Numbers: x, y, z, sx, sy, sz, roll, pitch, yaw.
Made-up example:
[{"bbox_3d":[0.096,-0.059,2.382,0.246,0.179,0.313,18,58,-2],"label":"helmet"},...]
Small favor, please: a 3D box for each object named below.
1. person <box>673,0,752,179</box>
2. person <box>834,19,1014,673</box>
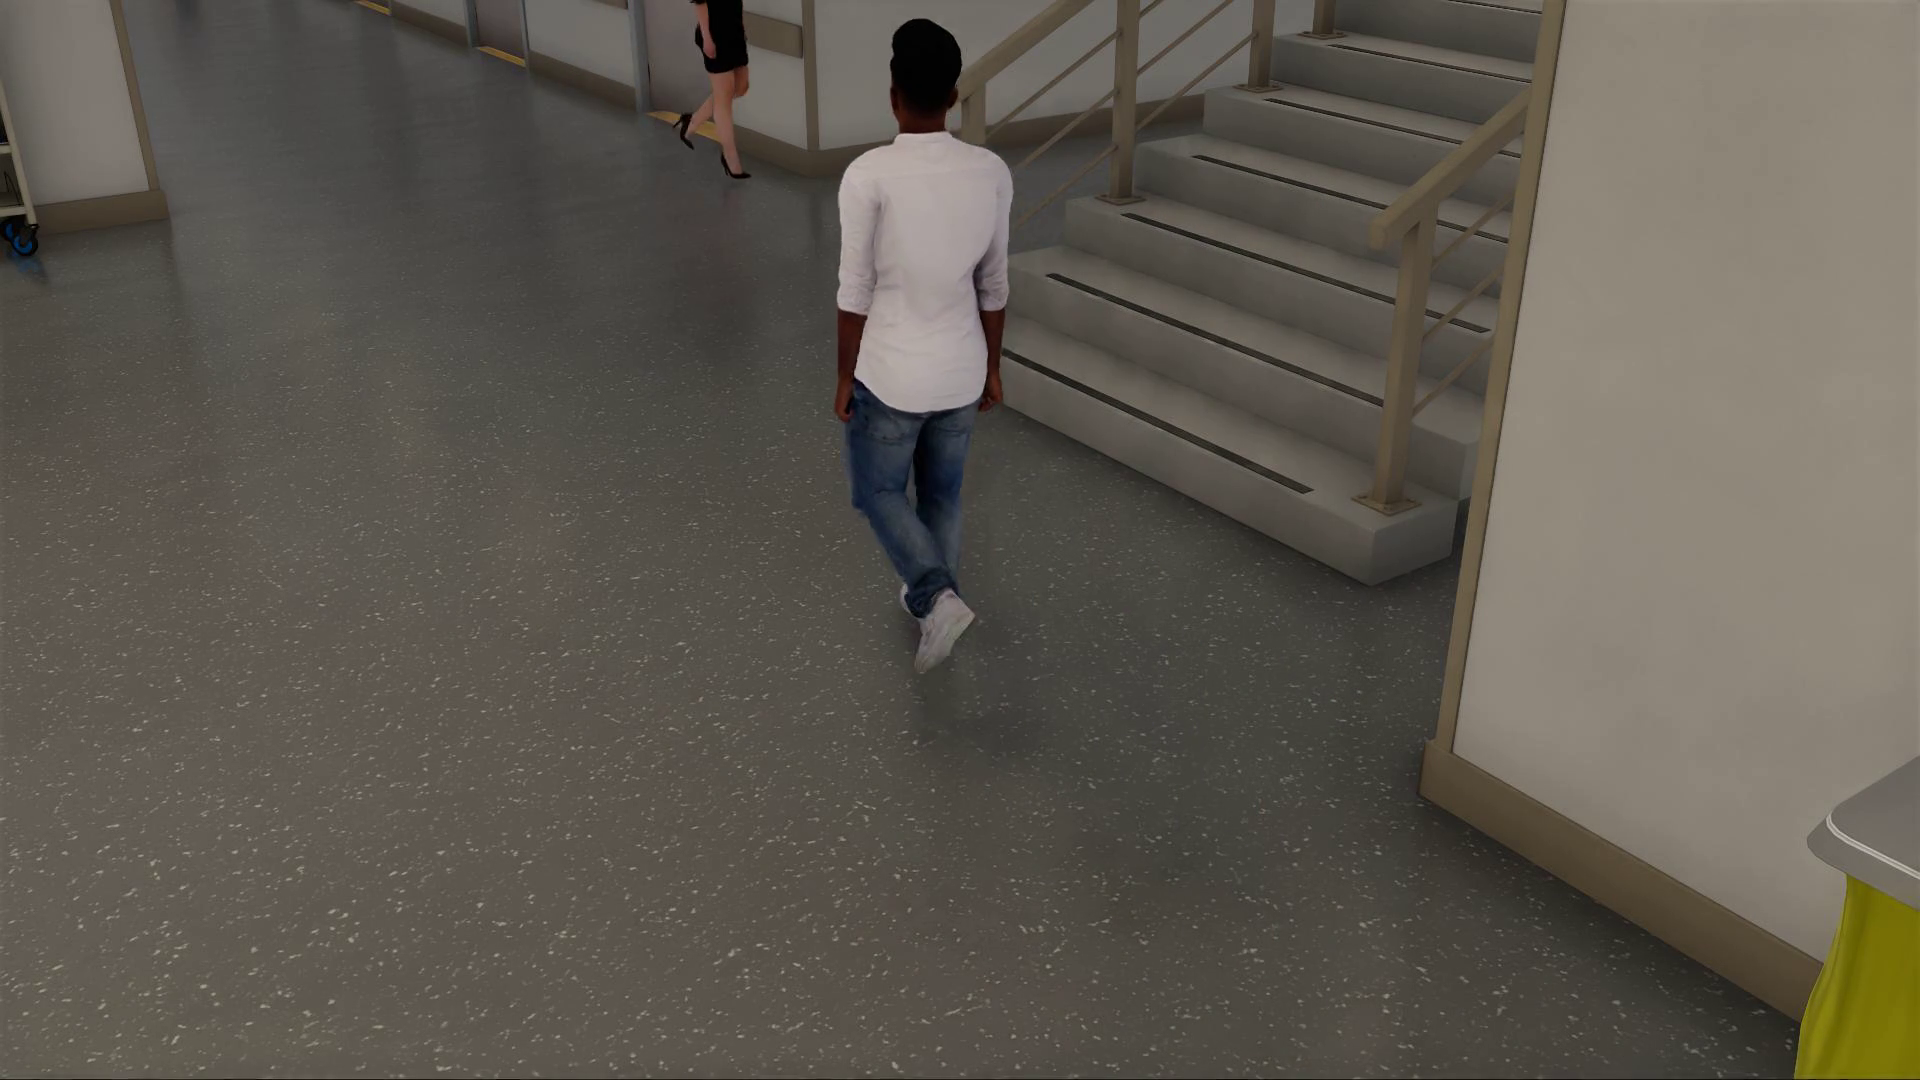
[{"bbox_3d":[-1.500,-3.019,9.965,0.877,1.685,0.851,10,28,20],"label":"person"},{"bbox_3d":[-0.091,-0.454,4.514,0.920,1.798,0.810,-11,28,-22],"label":"person"}]
